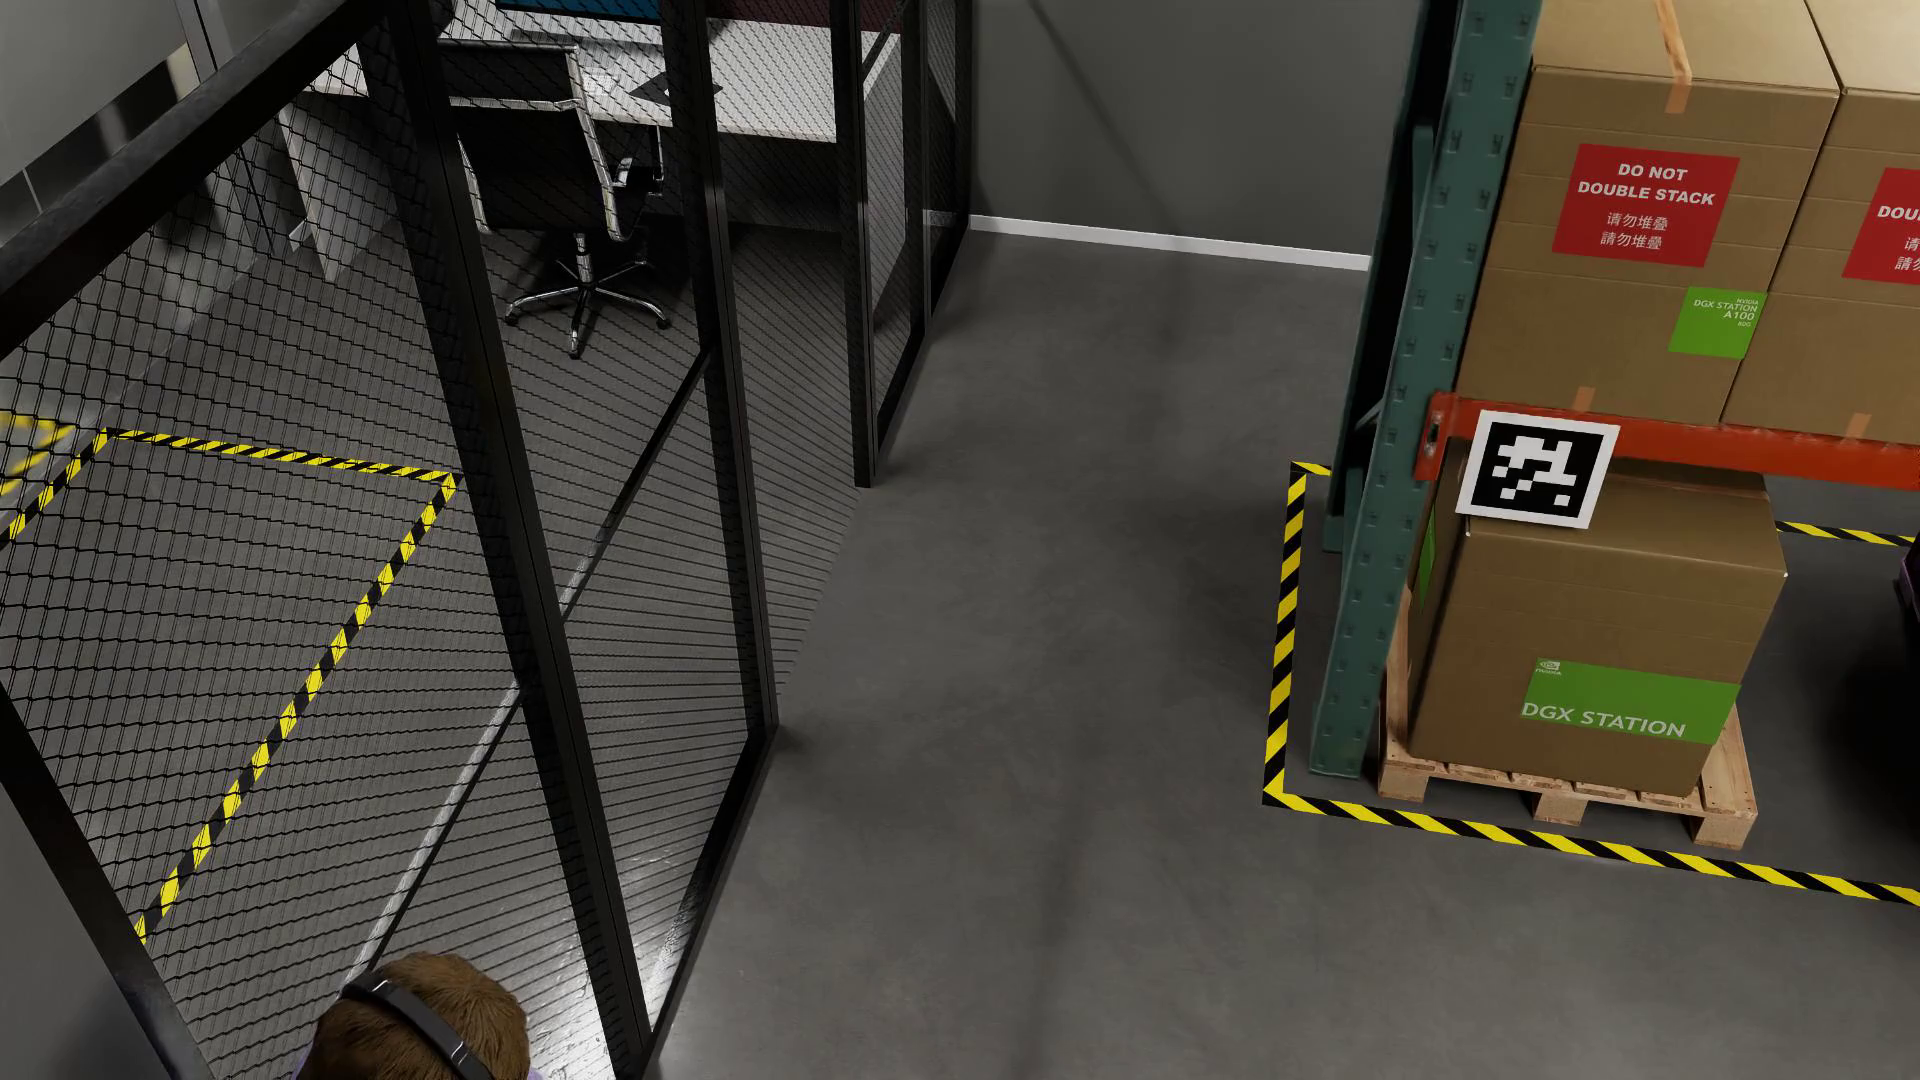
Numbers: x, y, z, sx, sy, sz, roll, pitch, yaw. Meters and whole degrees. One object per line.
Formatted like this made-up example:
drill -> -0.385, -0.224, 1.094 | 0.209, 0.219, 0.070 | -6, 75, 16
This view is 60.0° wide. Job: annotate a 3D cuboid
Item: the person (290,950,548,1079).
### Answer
person -> -0.522, 1.152, 2.171 | 0.631, 1.940, 0.372 | 19, 44, 20
